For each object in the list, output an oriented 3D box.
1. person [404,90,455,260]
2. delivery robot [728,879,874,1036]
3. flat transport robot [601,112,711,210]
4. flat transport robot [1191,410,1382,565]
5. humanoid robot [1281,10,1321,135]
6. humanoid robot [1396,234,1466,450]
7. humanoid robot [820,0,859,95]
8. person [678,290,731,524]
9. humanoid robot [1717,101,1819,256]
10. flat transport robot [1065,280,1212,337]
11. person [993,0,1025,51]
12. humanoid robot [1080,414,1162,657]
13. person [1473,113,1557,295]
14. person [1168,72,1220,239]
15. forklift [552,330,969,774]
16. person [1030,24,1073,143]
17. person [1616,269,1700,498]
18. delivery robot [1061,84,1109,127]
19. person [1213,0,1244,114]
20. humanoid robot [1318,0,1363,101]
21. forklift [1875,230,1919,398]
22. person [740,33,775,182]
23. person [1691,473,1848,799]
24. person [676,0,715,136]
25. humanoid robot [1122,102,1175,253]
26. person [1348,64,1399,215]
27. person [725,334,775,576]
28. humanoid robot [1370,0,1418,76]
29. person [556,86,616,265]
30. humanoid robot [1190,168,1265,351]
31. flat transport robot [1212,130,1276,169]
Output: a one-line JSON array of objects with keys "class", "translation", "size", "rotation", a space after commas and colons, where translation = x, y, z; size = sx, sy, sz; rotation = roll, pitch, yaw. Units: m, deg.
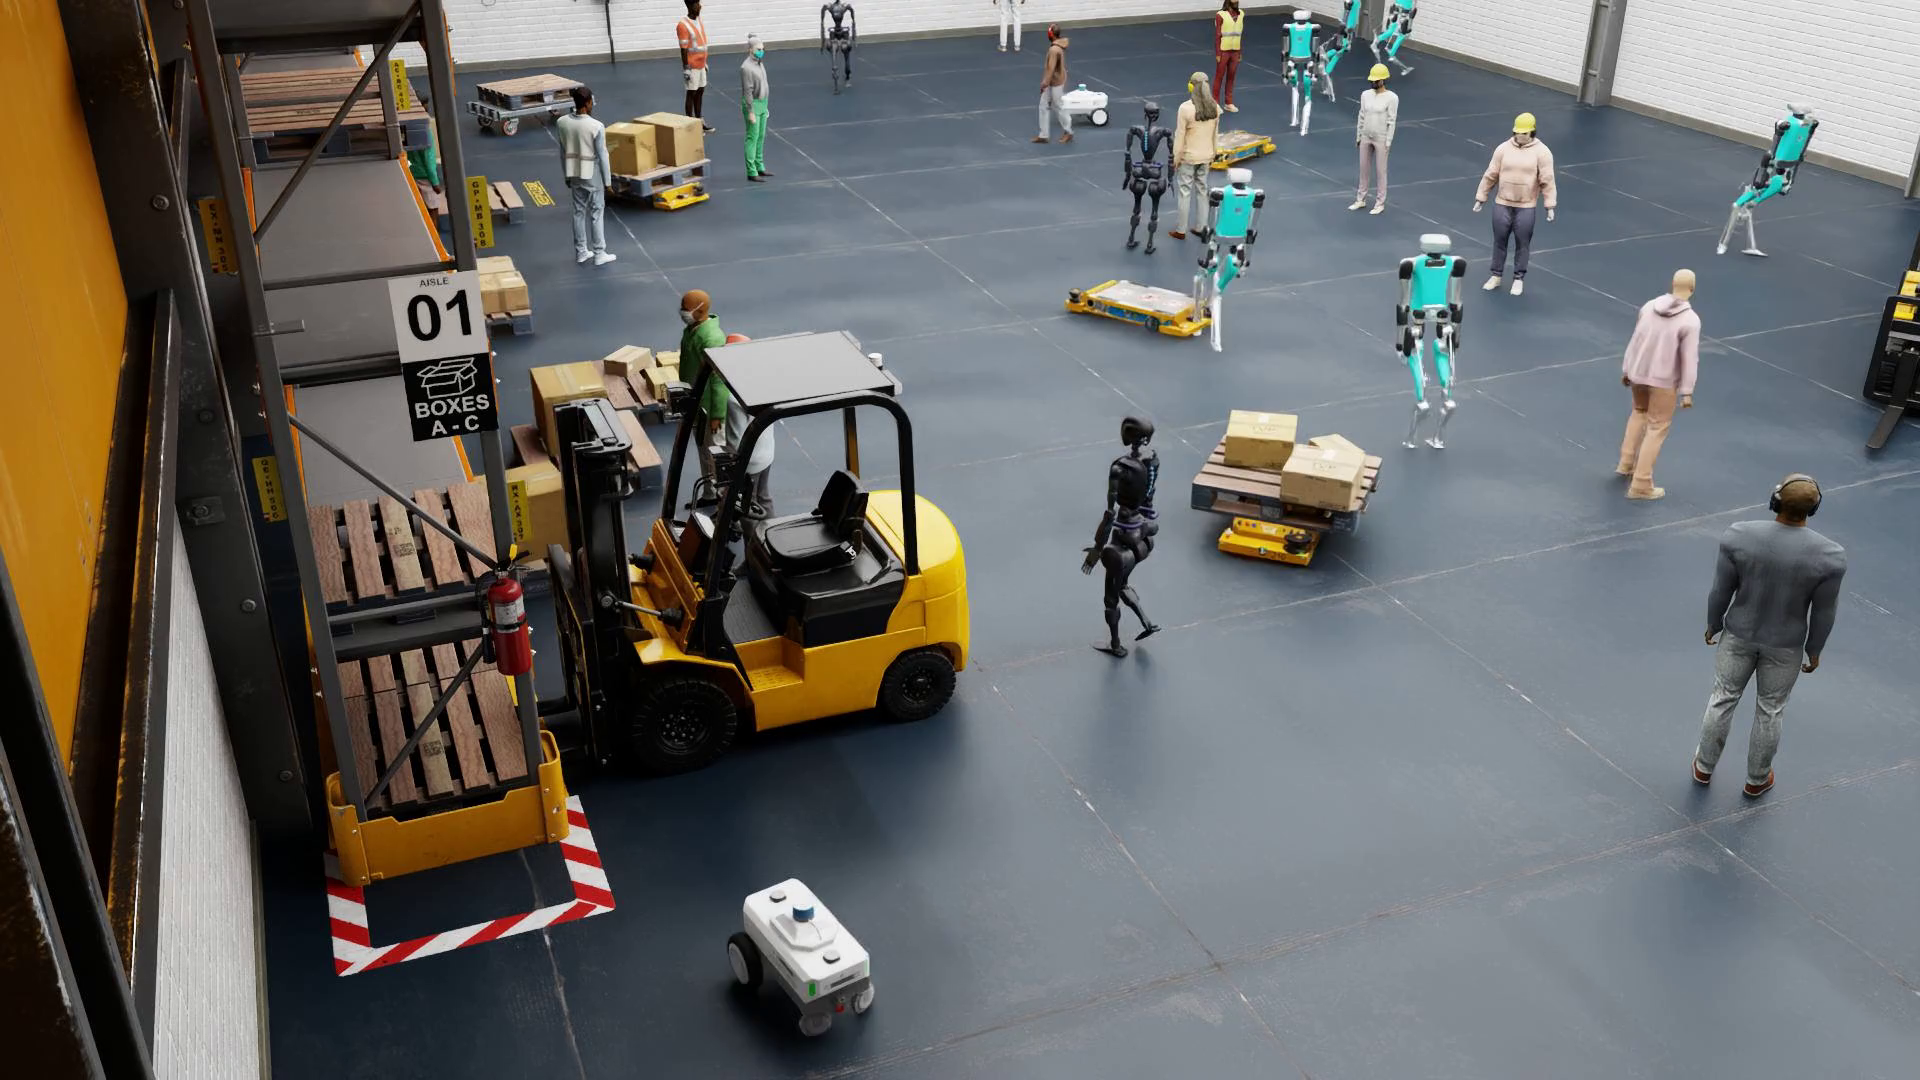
[{"class": "person", "translation": [-5.833, -3.941, 18.078], "size": [0.406, 1.843, 0.500], "rotation": [-19, 33, -33]}, {"class": "delivery robot", "translation": [-0.726, 1.924, 7.831], "size": [0.523, 0.585, 0.757], "rotation": [-17, 31, -30]}, {"class": "flat transport robot", "translation": [-3.861, -4.356, 20.651], "size": [1.431, 0.231, 0.659], "rotation": [18, 32, 32]}, {"class": "flat transport robot", "translation": [2.434, -0.236, 12.457], "size": [0.659, 0.231, 1.431], "rotation": [11, 29, 21]}, {"class": "humanoid robot", "translation": [4.835, -6.642, 23.583], "size": [0.551, 1.774, 0.845], "rotation": [8, 28, 16]}, {"class": "humanoid robot", "translation": [3.796, -1.523, 13.399], "size": [0.562, 1.779, 0.691], "rotation": [0, 27, 0]}, {"class": "humanoid robot", "translation": [-1.901, -7.881, 26.127], "size": [0.608, 1.634, 0.680], "rotation": [0, 27, 0]}, {"class": "person", "translation": [-1.874, -0.991, 12.273], "size": [0.384, 1.782, 0.552], "rotation": [-14, 30, -25]}, {"class": "humanoid robot", "translation": [8.787, -3.980, 18.273], "size": [0.599, 1.771, 0.862], "rotation": [-10, 28, -18]}, {"class": "flat transport robot", "translation": [1.821, -2.333, 16.627], "size": [1.431, 0.231, 0.659], "rotation": [20, 33, 34]}, {"class": "person", "translation": [0.868, -9.569, 29.223], "size": [0.582, 1.882, 0.338], "rotation": [-5, 27, -9]}, {"class": "humanoid robot", "translation": [1.052, 0.002, 10.423], "size": [0.424, 1.648, 0.602], "rotation": [19, 33, 33]}, {"class": "person", "translation": [5.734, -3.477, 17.141], "size": [0.814, 1.856, 0.437], "rotation": [15, 30, 27]}, {"class": "person", "translation": [2.675, -4.341, 18.854], "size": [0.565, 1.867, 0.406], "rotation": [-12, 29, -23]}, {"class": "forklift", "translation": [-1.094, 0.010, 9.831], "size": [2.313, 2.155, 1.214], "rotation": [-10, 28, -20]}, {"class": "person", "translation": [1.313, -6.310, 23.034], "size": [0.607, 1.607, 0.457], "rotation": [-3, 27, -5]}, {"class": "person", "translation": [5.330, -1.198, 12.724], "size": [0.534, 1.747, 0.609], "rotation": [-16, 31, -28]}, {"class": "delivery robot", "translation": [1.807, -6.337, 24.279], "size": [0.770, 0.599, 0.502], "rotation": [-3, 27, -5]}, {"class": "person", "translation": [3.988, -7.270, 24.779], "size": [0.468, 1.768, 0.377], "rotation": [-13, 29, -24]}, {"class": "humanoid robot", "translation": [5.729, -7.628, 25.580], "size": [0.784, 1.814, 0.543], "rotation": [16, 31, 29]}, {"class": "forklift", "translation": [9.029, -2.397, 14.618], "size": [1.214, 2.155, 2.313], "rotation": [18, 32, 32]}, {"class": "person", "translation": [-2.597, -5.526, 21.217], "size": [0.340, 1.853, 0.513], "rotation": [8, 28, 15]}, {"class": "person", "translation": [4.388, 0.532, 9.083], "size": [0.630, 1.931, 0.370], "rotation": [15, 31, 28]}, {"class": "person", "translation": [-3.732, -6.712, 23.455], "size": [0.361, 1.960, 0.611], "rotation": [9, 28, 17]}, {"class": "humanoid robot", "translation": [2.089, -4.012, 18.392], "size": [0.611, 1.649, 0.346], "rotation": [10, 28, 19]}, {"class": "person", "translation": [4.940, -4.784, 19.849], "size": [0.328, 1.759, 0.514], "rotation": [-23, 35, -38]}, {"class": "person", "translation": [-1.471, -0.589, 11.521], "size": [0.347, 1.739, 0.571], "rotation": [8, 28, 16]}, {"class": "humanoid robot", "translation": [6.998, -8.275, 26.813], "size": [0.996, 1.732, 0.552], "rotation": [-16, 31, -28]}, {"class": "person", "translation": [-4.035, -3.923, 17.972], "size": [0.595, 1.908, 0.408], "rotation": [10, 28, 19]}, {"class": "humanoid robot", "translation": [2.398, -2.722, 15.791], "size": [0.557, 1.765, 0.919], "rotation": [-11, 29, -20]}, {"class": "flat transport robot", "translation": [3.618, -5.285, 22.499], "size": [0.659, 0.231, 1.431], "rotation": [22, 34, 36]}]
